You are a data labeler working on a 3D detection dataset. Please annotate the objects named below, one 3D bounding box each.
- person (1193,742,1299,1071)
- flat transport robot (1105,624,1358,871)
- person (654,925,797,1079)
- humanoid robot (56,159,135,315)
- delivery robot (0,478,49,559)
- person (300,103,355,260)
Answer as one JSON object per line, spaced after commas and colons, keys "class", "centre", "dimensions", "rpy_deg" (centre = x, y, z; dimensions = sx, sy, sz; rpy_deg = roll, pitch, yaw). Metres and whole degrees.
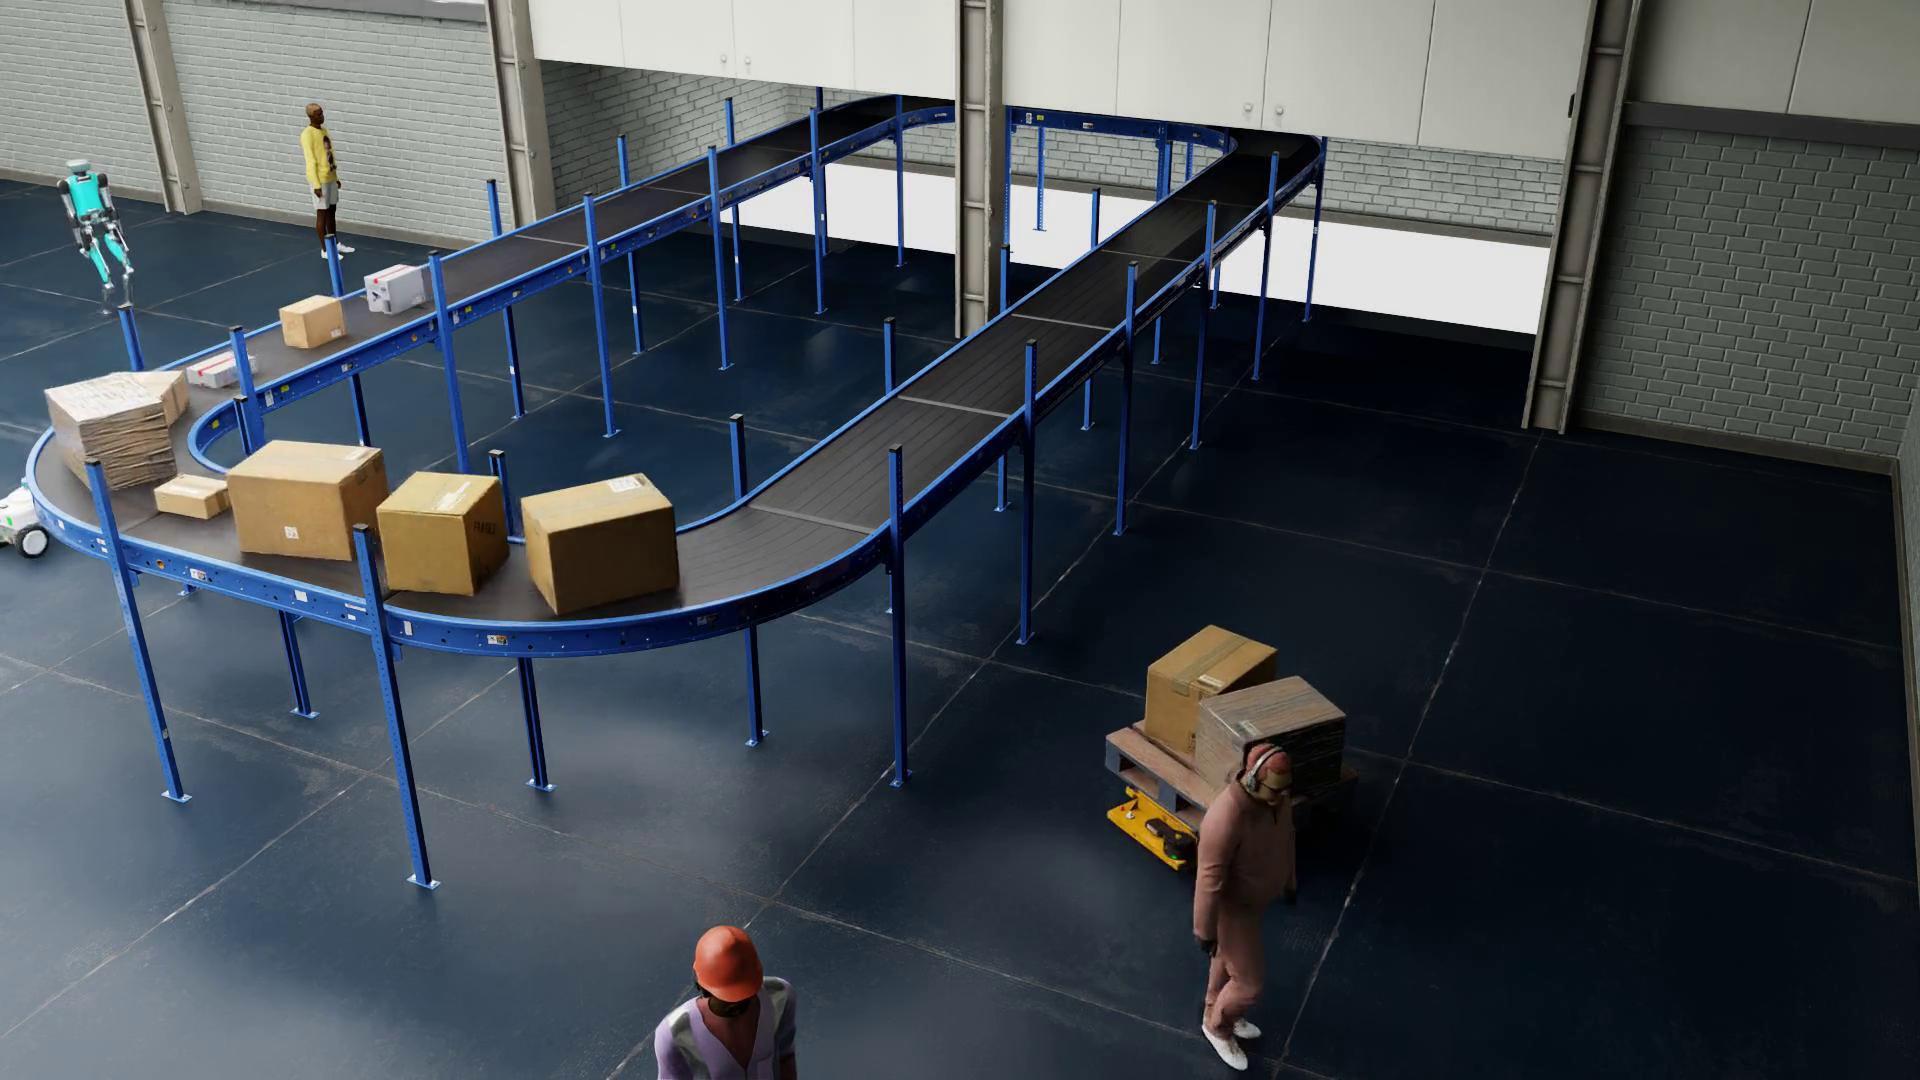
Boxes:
{"class": "person", "centre": [1.395, 1.763, 8.107], "dimensions": [0.489, 1.877, 0.684], "rpy_deg": [17, 31, 30]}
{"class": "flat transport robot", "centre": [1.664, 1.573, 10.306], "dimensions": [1.431, 0.231, 0.659], "rpy_deg": [-17, 31, -31]}
{"class": "person", "centre": [-0.889, 2.380, 6.687], "dimensions": [0.604, 2.045, 0.383], "rpy_deg": [-17, 31, -30]}
{"class": "humanoid robot", "centre": [-9.487, -3.292, 18.498], "dimensions": [0.855, 1.782, 0.536], "rpy_deg": [22, 34, 37]}
{"class": "delivery robot", "centre": [-7.560, -0.224, 13.595], "dimensions": [0.499, 0.586, 0.773], "rpy_deg": [13, 29, 24]}
{"class": "person", "centre": [-7.878, -4.447, 20.605], "dimensions": [0.375, 1.900, 0.544], "rpy_deg": [3, 27, 7]}
